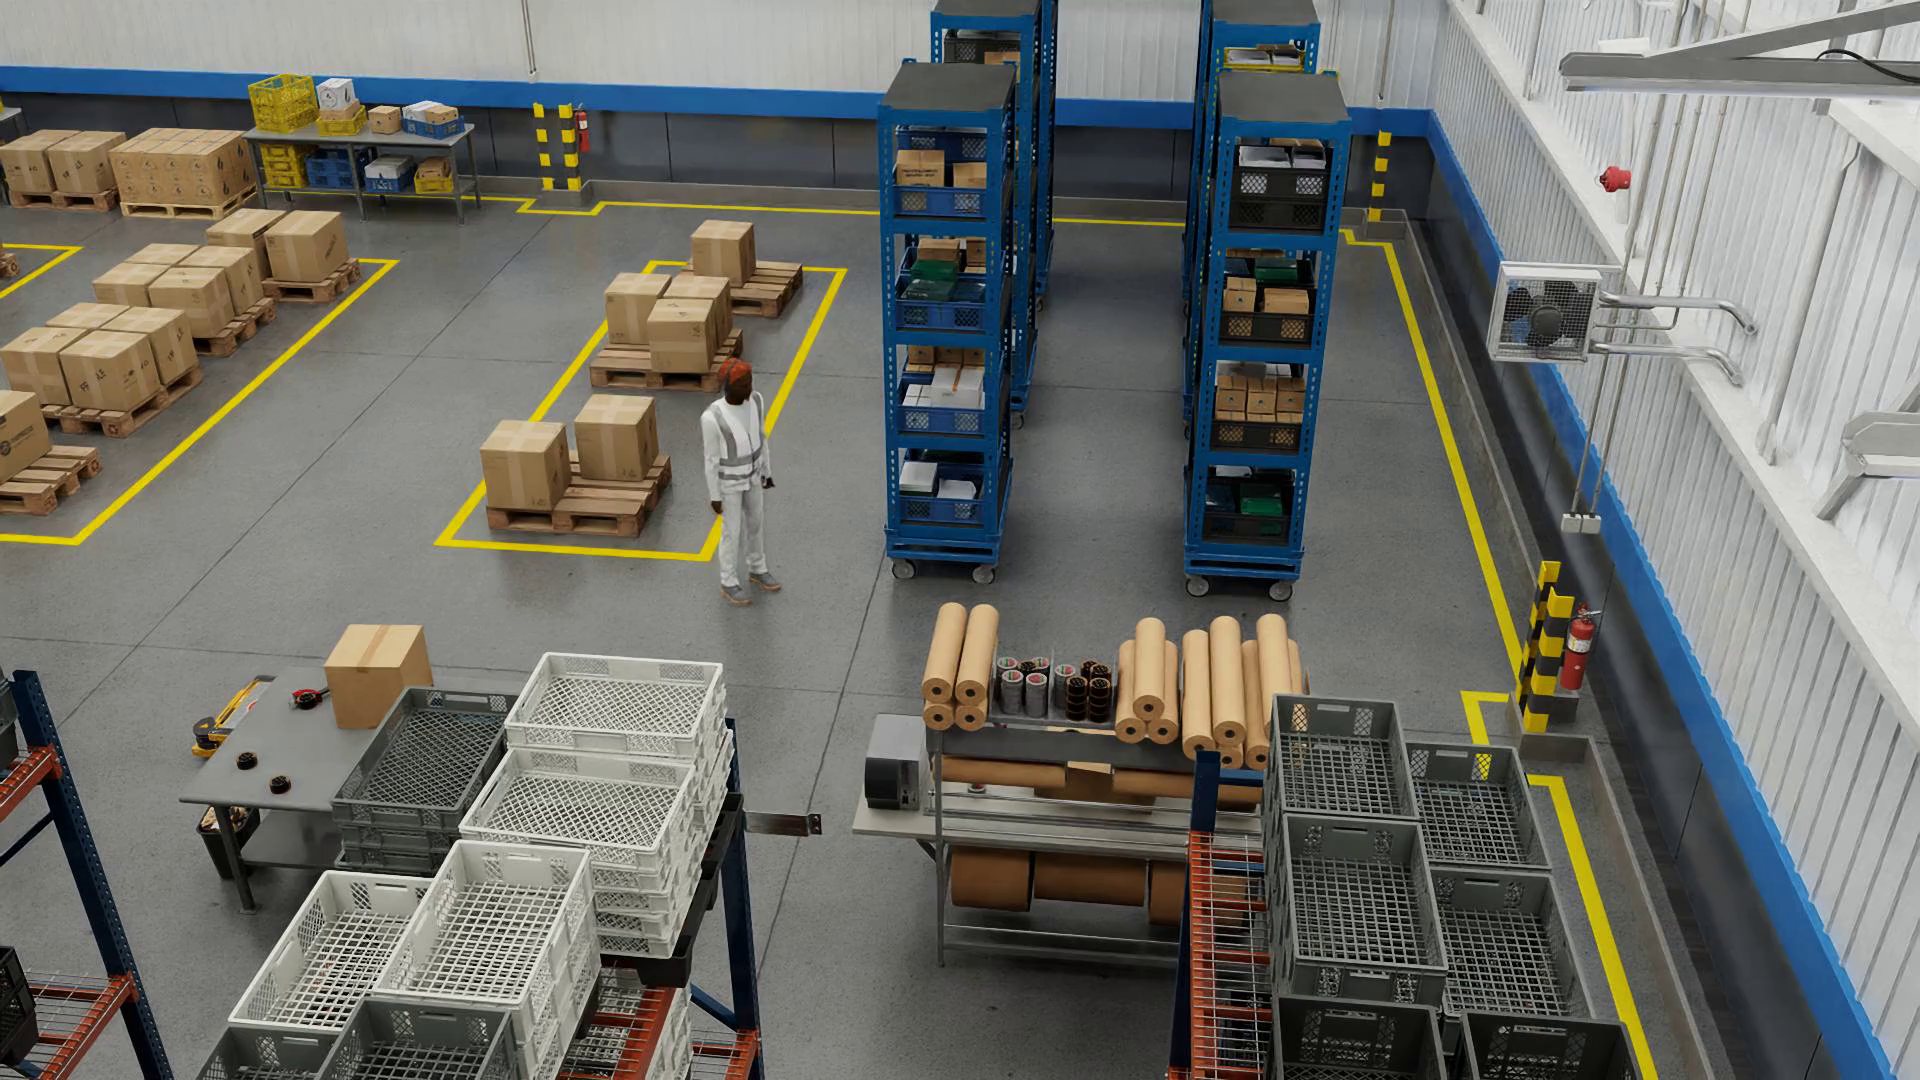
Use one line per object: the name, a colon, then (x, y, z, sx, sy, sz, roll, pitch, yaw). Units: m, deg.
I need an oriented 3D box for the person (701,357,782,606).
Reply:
person: (-1.557, -0.422, 11.798, 0.357, 1.878, 0.581, 21, 36, 32)

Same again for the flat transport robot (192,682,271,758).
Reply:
flat transport robot: (-4.089, 1.163, 10.648, 1.431, 0.197, 0.652, 3, 30, 6)
